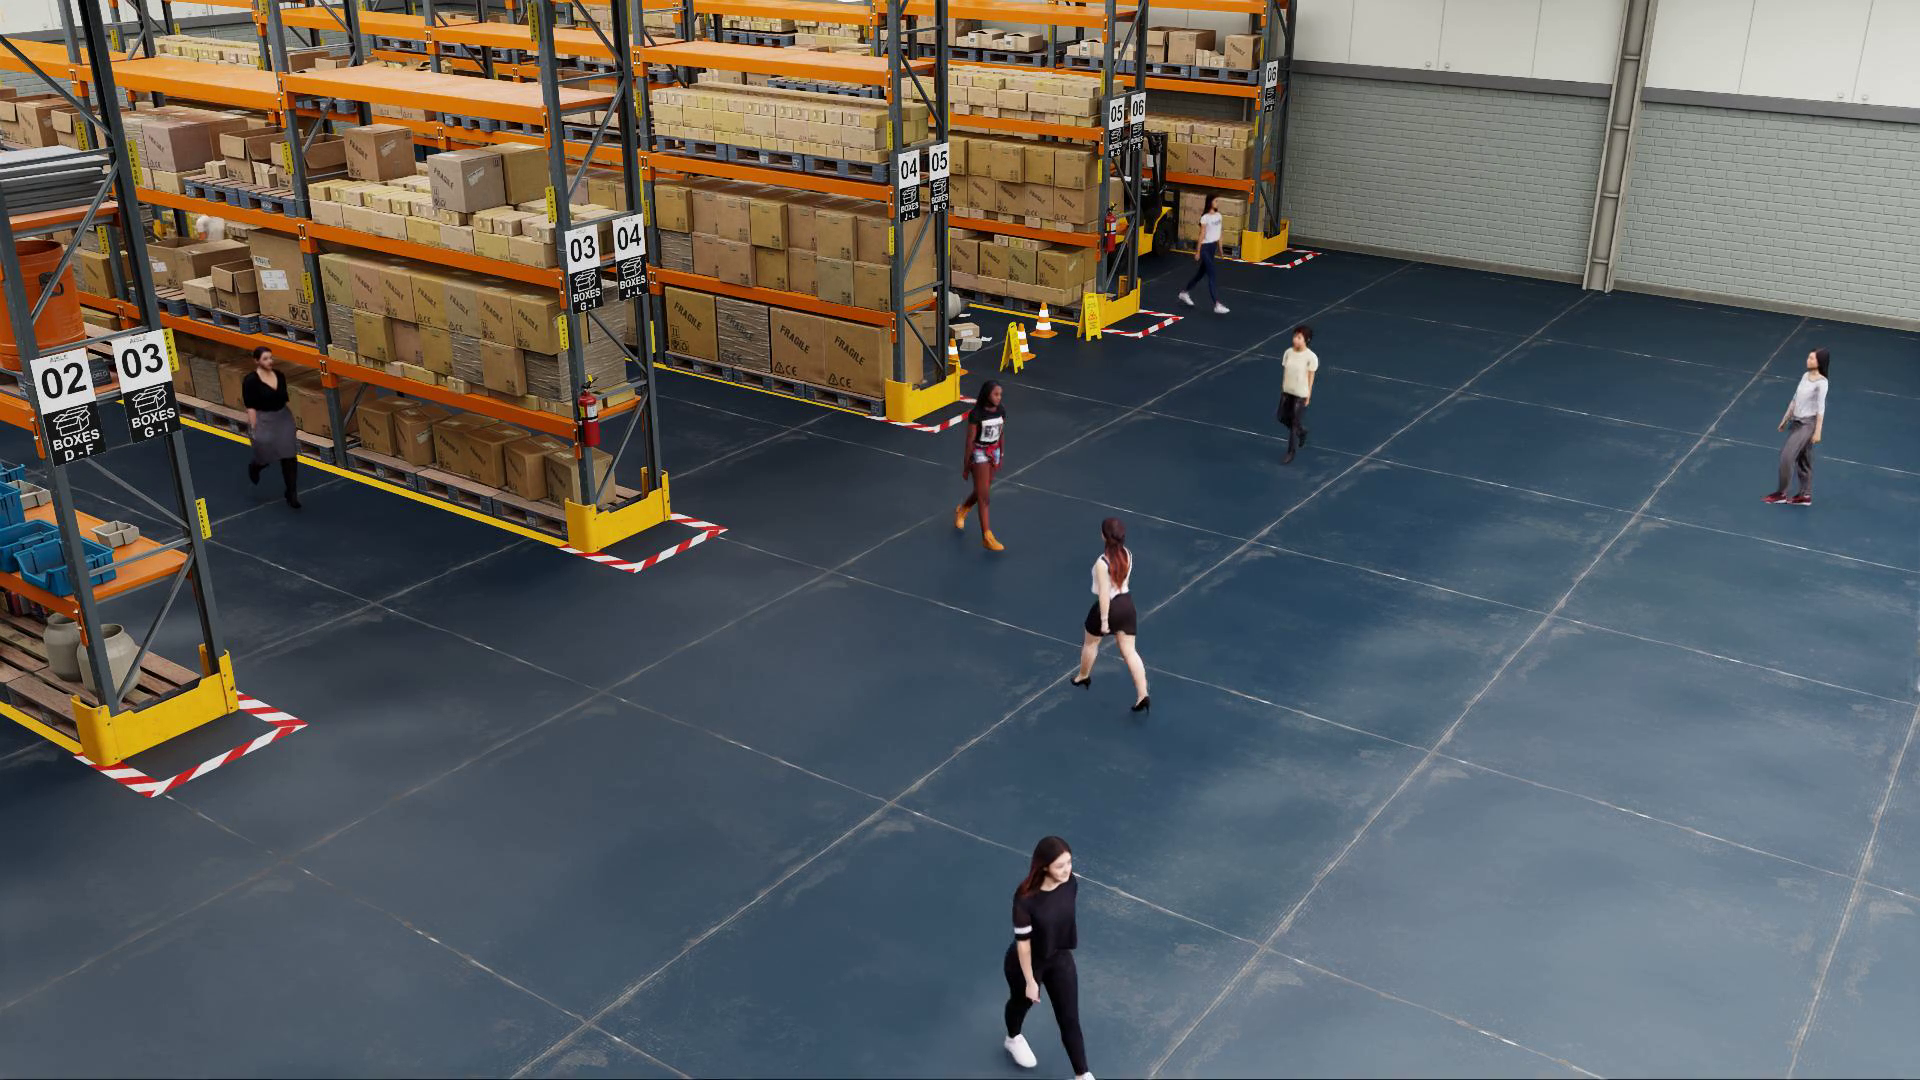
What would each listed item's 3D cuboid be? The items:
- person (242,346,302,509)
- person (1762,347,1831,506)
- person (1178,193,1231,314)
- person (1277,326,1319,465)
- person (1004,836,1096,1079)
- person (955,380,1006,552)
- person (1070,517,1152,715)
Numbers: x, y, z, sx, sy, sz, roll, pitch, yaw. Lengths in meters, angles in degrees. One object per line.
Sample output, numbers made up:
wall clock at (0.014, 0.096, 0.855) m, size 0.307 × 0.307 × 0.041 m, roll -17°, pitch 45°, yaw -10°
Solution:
person at (-7.226, -1.172, 17.310) m, size 0.957 × 1.740 × 0.683 m, roll 17°, pitch 28°, yaw 34°
person at (8.899, -1.167, 17.330) m, size 0.890 × 1.713 × 0.809 m, roll 1°, pitch 23°, yaw 3°
person at (3.565, -4.228, 24.510) m, size 1.197 × 1.729 × 0.678 m, roll 19°, pitch 29°, yaw 37°
person at (3.802, -1.638, 18.615) m, size 0.745 × 1.575 × 0.740 m, roll -20°, pitch 30°, yaw -39°
person at (0.392, 2.320, 9.276) m, size 0.846 × 1.600 × 1.130 m, roll -15°, pitch 27°, yaw -32°
person at (0.183, -0.778, 16.447) m, size 0.807 × 1.689 × 1.133 m, roll -16°, pitch 28°, yaw -33°
person at (1.283, 0.641, 13.222) m, size 0.747 × 1.601 × 1.138 m, roll -19°, pitch 29°, yaw -37°
